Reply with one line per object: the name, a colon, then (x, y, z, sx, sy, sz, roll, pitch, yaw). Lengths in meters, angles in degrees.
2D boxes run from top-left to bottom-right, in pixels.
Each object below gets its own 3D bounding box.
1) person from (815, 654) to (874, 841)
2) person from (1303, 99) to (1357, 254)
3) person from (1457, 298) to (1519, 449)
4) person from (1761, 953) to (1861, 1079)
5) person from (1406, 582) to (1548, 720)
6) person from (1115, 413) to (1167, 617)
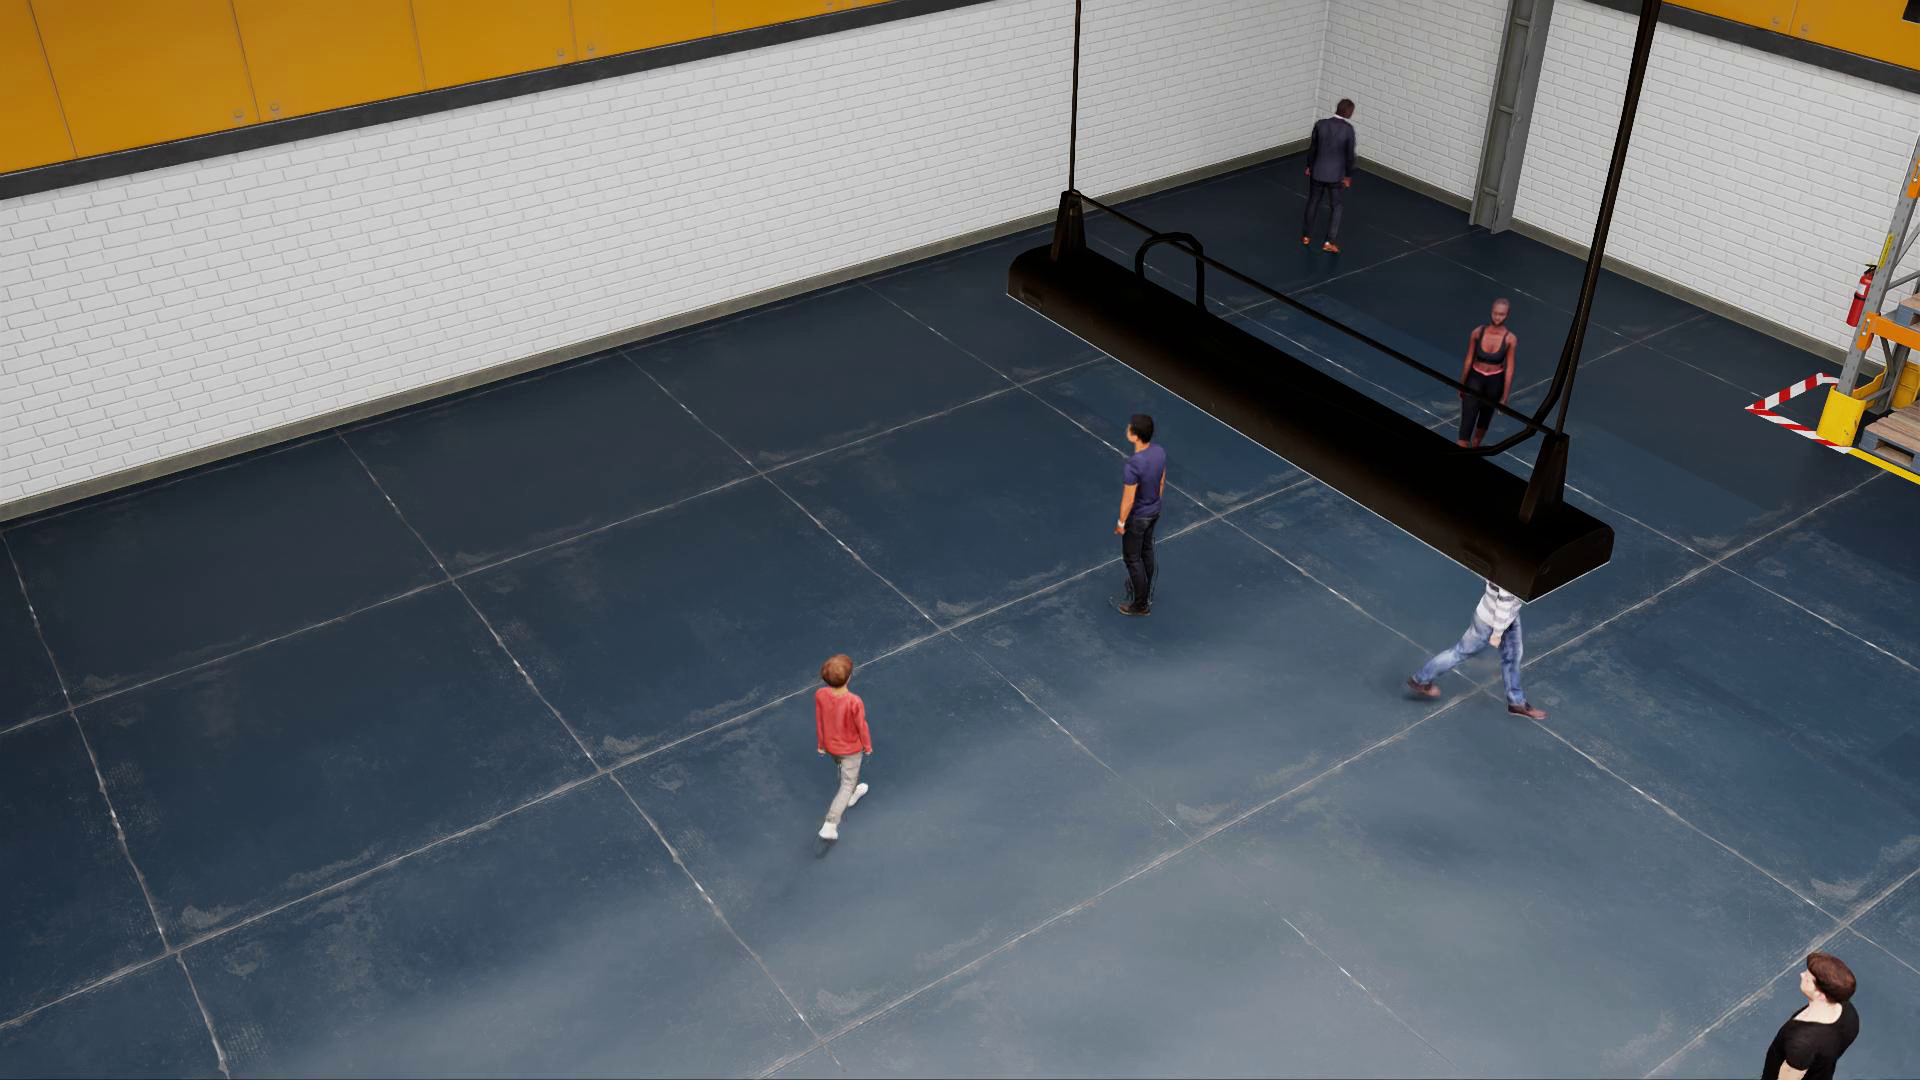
person: (-0.815, 1.408, 11.213, 0.935, 1.396, 0.848, 17, 37, 23)
person: (4.317, -4.230, 19.331, 0.857, 1.800, 0.953, 11, 35, 16)
person: (4.810, -1.432, 15.180, 1.092, 1.734, 1.043, 13, 36, 18)
person: (4.361, 2.893, 8.547, 0.654, 1.874, 1.059, -22, 39, -29)
person: (3.828, 0.530, 12.179, 1.351, 1.790, 1.089, 13, 36, 19)
person: (1.451, -0.209, 13.291, 0.741, 1.790, 0.727, -27, 42, -35)
